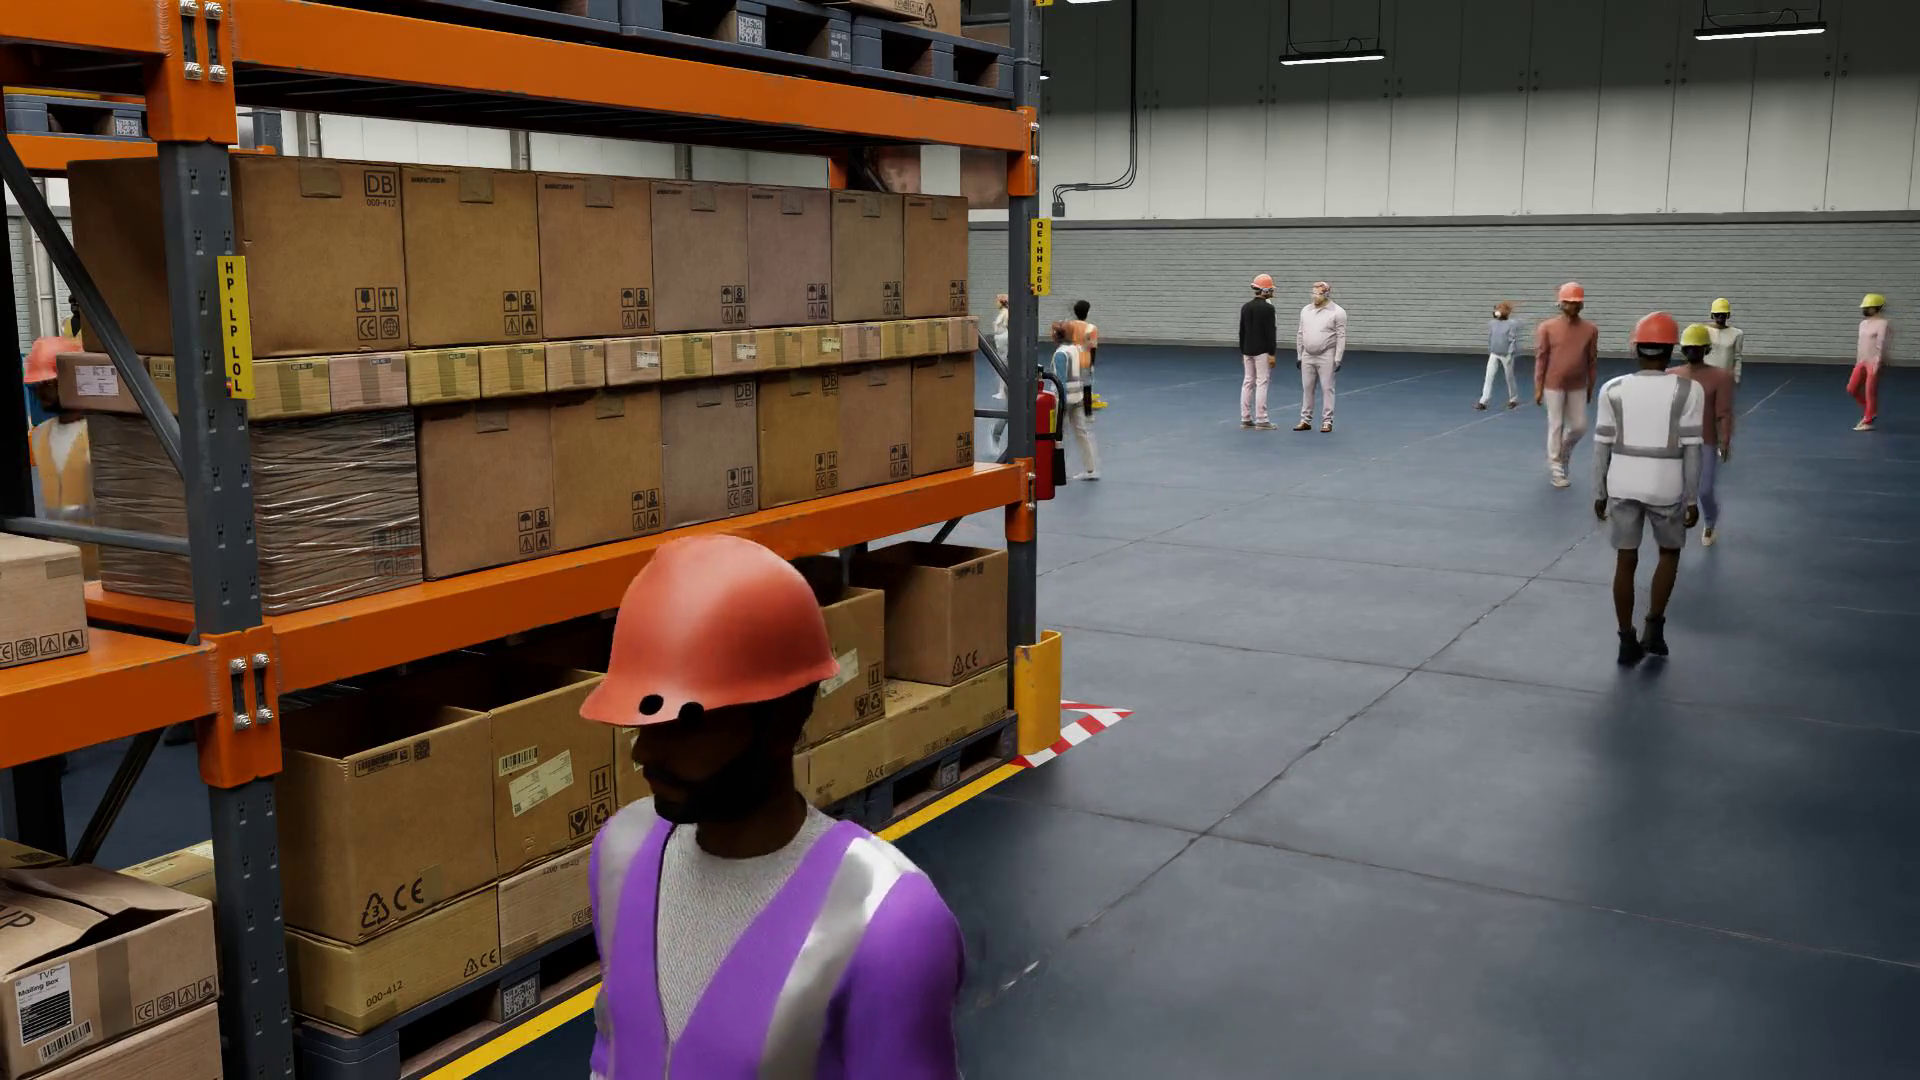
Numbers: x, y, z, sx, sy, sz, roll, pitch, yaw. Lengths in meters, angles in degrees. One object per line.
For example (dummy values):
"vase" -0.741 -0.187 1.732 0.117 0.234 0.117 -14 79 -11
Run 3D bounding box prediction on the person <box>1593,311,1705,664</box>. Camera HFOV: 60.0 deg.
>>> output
"person" 3.773 -0.282 9.124 0.569 1.924 0.496 6 11 31

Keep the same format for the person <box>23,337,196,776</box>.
"person" -3.742 0.057 7.258 0.556 1.900 0.973 3 10 16

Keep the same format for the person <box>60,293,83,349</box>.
"person" -9.735 -1.846 18.530 0.621 1.845 0.429 1 10 8

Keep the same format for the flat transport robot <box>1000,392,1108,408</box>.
"flat transport robot" 1.367 -2.029 24.195 1.431 0.197 0.652 -4 10 -22

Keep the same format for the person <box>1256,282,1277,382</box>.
"person" 5.416 -3.718 29.515 0.403 1.834 0.588 1 10 8

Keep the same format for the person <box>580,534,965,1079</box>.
"person" -0.207 0.925 2.088 0.550 1.920 0.671 8 12 38

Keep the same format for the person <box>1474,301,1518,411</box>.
"person" 7.807 -2.650 23.991 0.871 1.587 0.504 -9 13 -42

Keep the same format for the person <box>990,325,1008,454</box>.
"person" 0.616 -1.741 18.250 0.484 1.718 0.748 -5 11 -27

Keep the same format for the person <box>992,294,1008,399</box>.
"person" 0.680 -3.016 25.967 0.309 1.641 0.514 -2 10 -9

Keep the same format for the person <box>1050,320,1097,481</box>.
"person" 0.978 -1.381 16.530 0.879 1.593 0.521 4 11 24

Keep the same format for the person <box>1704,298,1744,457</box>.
"person" 8.379 -1.792 18.434 0.533 1.767 0.324 2 10 13

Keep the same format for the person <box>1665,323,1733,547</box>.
"person" 5.476 -0.748 12.395 0.536 1.747 0.756 7 12 35

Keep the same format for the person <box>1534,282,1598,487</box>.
"person" 5.873 -1.513 16.181 0.620 1.978 0.532 0 10 1

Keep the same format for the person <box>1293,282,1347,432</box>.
"person" 4.550 -2.316 21.111 0.636 1.903 0.405 7 12 37

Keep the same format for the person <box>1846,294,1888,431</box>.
"person" 11.575 -2.255 21.199 0.359 1.755 0.525 -1 10 -8

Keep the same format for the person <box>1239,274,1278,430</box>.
"person" 3.857 -2.418 21.428 0.395 1.993 0.614 -6 11 -30

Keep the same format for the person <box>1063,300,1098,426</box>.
"person" 1.546 -2.324 21.879 0.542 1.658 0.871 4 11 23
